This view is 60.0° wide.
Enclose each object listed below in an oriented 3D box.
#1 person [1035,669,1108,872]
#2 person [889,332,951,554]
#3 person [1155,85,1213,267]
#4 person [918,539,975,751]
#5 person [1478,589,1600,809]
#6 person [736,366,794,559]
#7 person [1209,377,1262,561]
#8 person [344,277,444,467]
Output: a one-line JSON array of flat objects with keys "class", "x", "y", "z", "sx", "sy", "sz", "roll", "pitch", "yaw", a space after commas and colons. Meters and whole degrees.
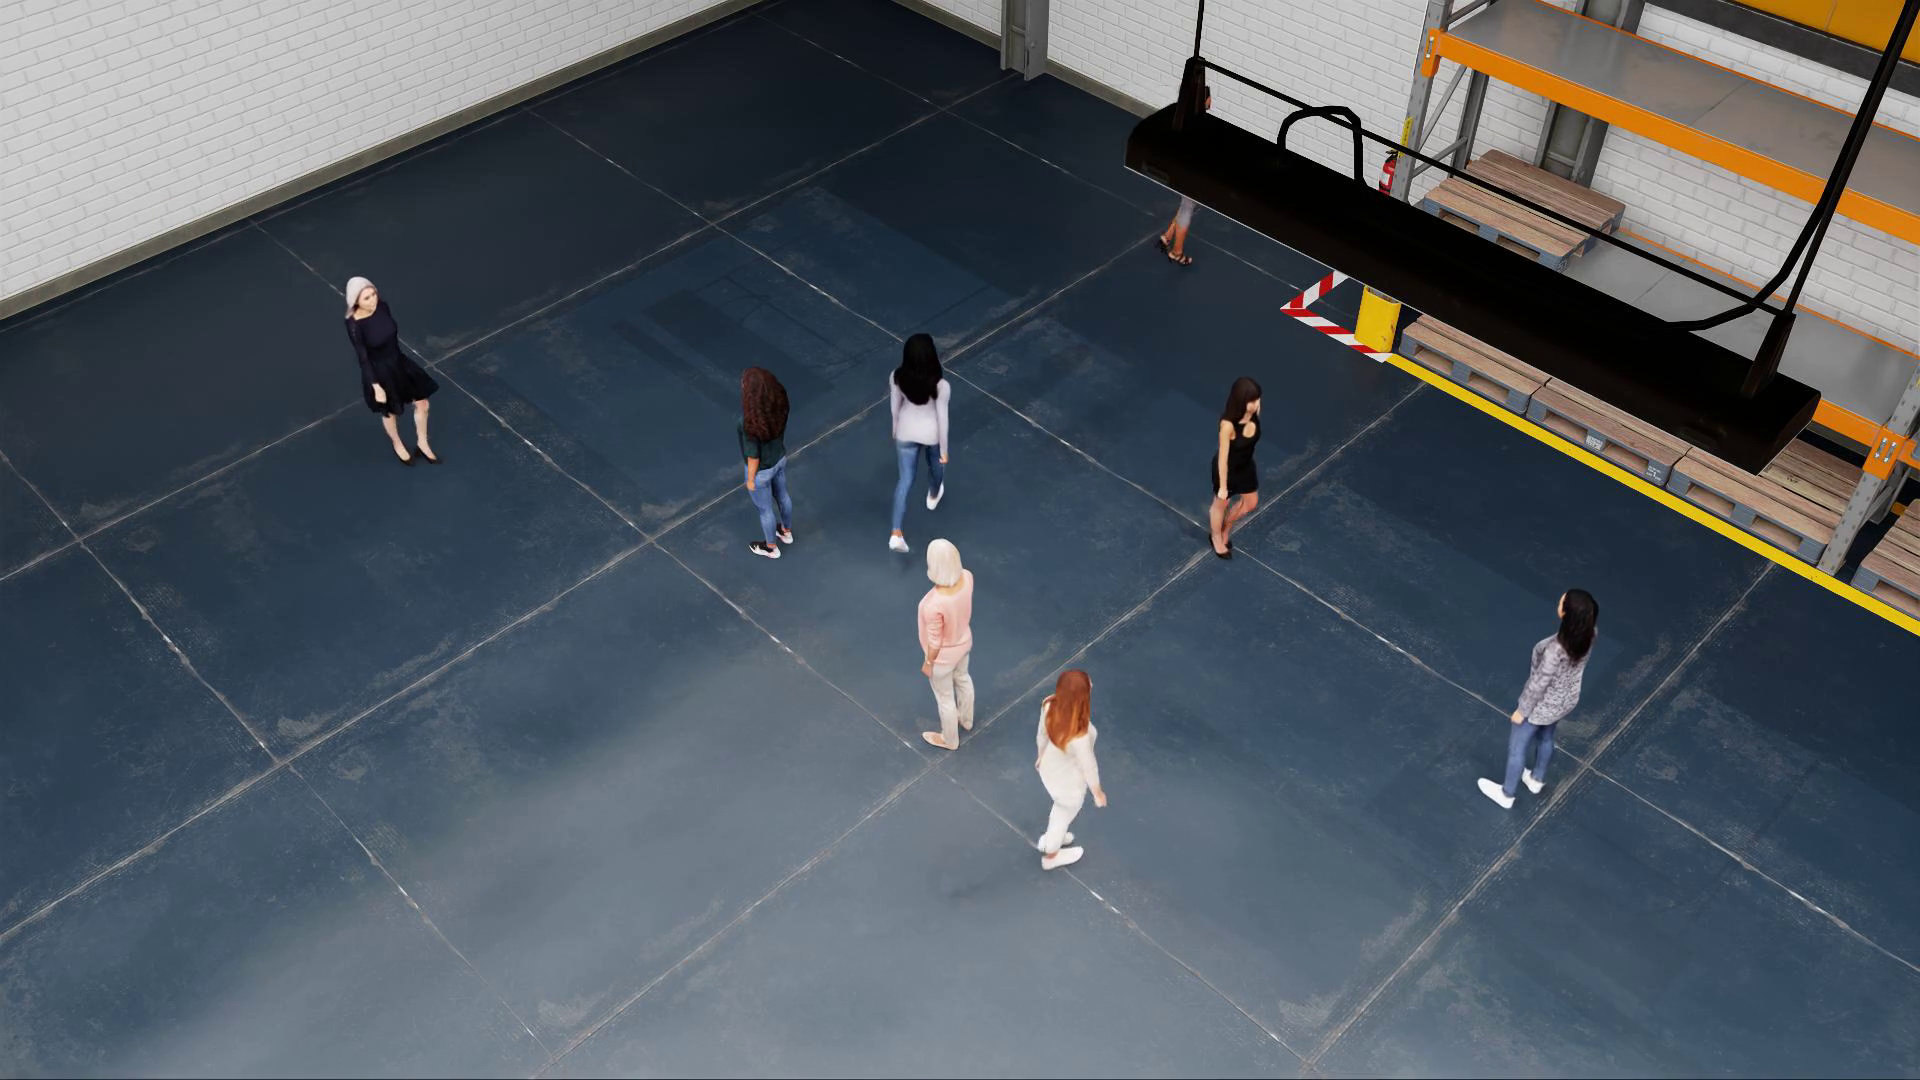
[{"class": "person", "x": 0.541, "y": 1.394, "z": 9.631, "sx": 0.743, "sy": 1.701, "sz": 0.628, "roll": -16, "pitch": 46, "yaw": -16}, {"class": "person", "x": -0.316, "y": -0.667, "z": 11.793, "sx": 1.183, "sy": 1.702, "sz": 1.058, "roll": 11, "pitch": 45, "yaw": 11}, {"class": "person", "x": 1.881, "y": -3.094, "z": 14.290, "sx": 0.822, "sy": 1.772, "sz": 0.757, "roll": -8, "pitch": 44, "yaw": -8}, {"class": "person", "x": -0.076, "y": 0.655, "z": 10.389, "sx": 0.584, "sy": 1.724, "sz": 0.640, "roll": 24, "pitch": 49, "yaw": 23}, {"class": "person", "x": 3.565, "y": 0.967, "z": 10.058, "sx": 0.653, "sy": 1.730, "sz": 0.589, "roll": -25, "pitch": 49, "yaw": -24}, {"class": "person", "x": -1.370, "y": -0.548, "z": 11.731, "sx": 0.657, "sy": 1.617, "sz": 0.651, "roll": 24, "pitch": 49, "yaw": 23}, {"class": "person", "x": 1.856, "y": -0.527, "z": 11.693, "sx": 0.602, "sy": 1.638, "sz": 0.556, "roll": -31, "pitch": 52, "yaw": -28}, {"class": "person", "x": -4.327, "y": -1.247, "z": 12.381, "sx": 0.784, "sy": 1.732, "sz": 0.733, "roll": 19, "pitch": 47, "yaw": 19}]
